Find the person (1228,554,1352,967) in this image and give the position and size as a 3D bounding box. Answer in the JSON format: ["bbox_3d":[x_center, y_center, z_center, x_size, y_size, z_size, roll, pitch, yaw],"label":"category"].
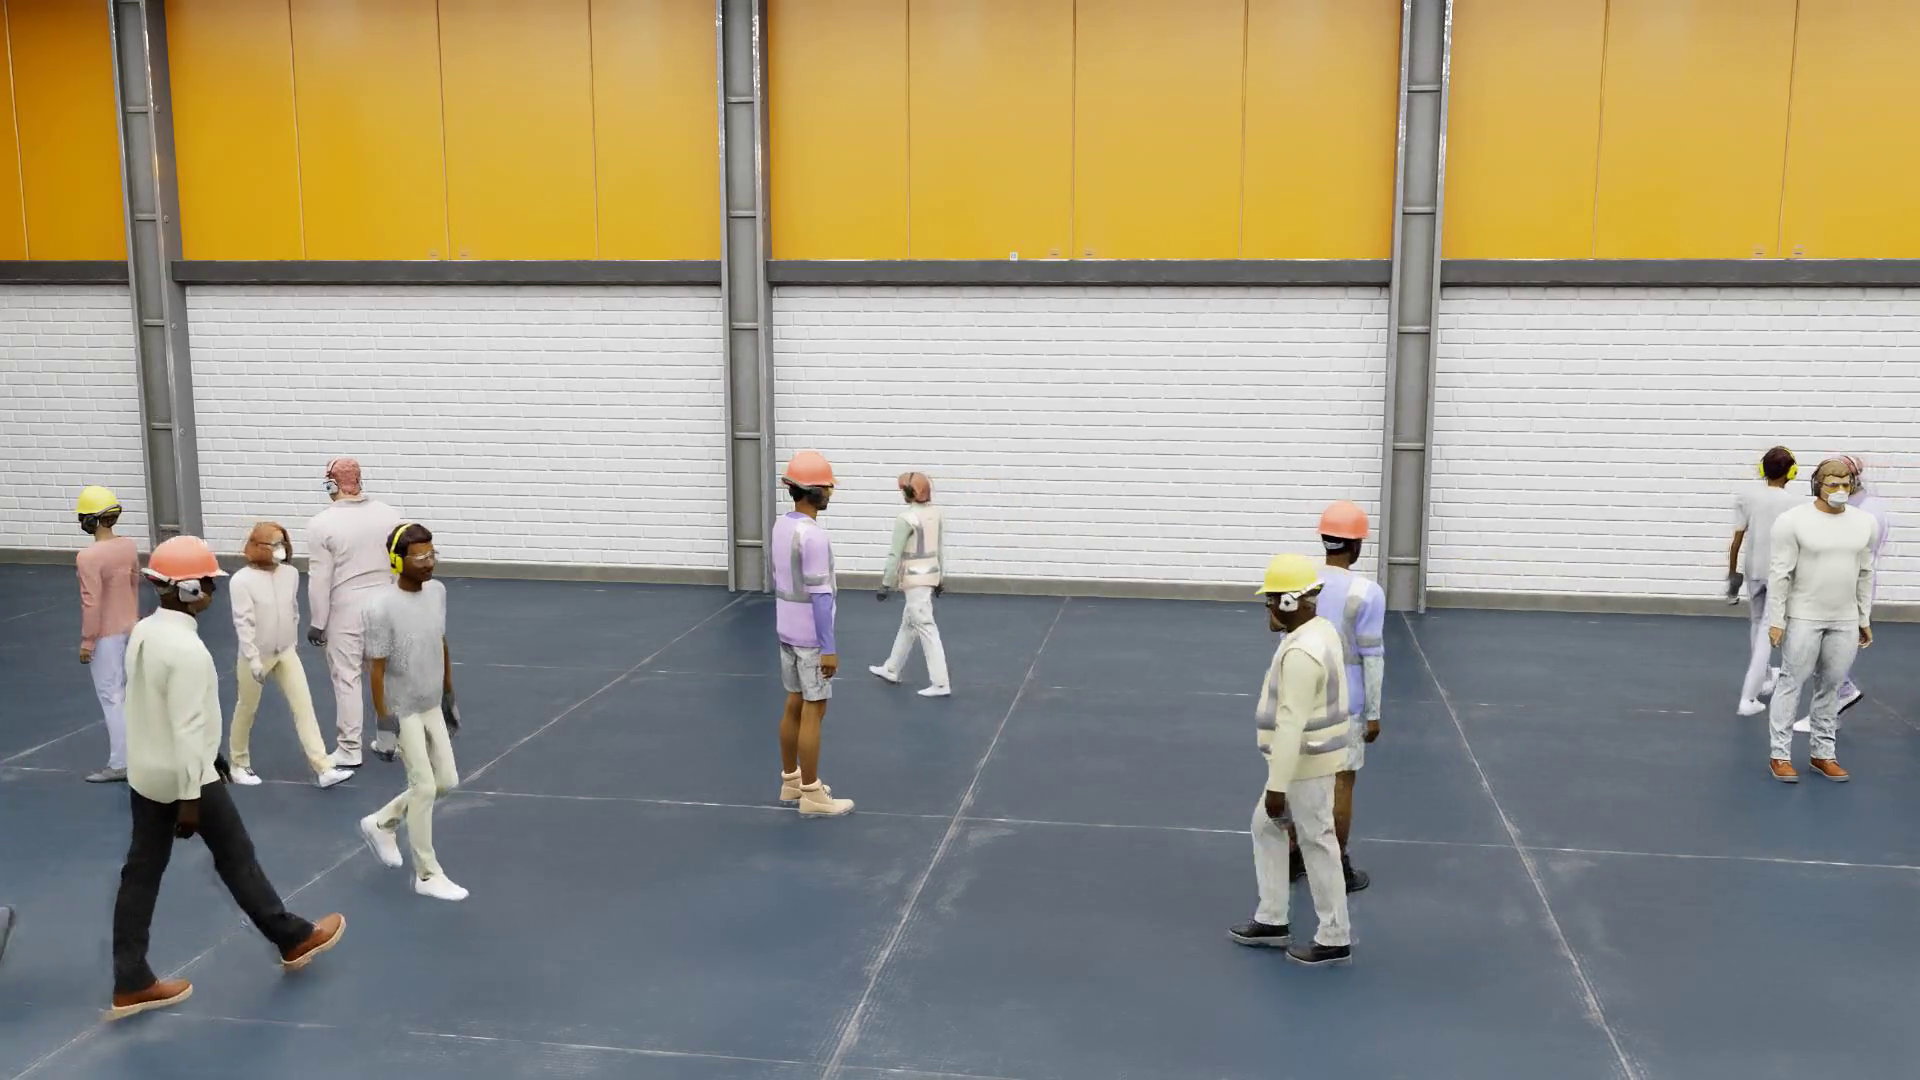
[{"bbox_3d":[1.435,0.963,7.279,0.688,1.793,0.718,3,10,16],"label":"person"}]

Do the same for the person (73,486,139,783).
[{"bbox_3d":[-5.073,0.557,9.906,0.311,1.768,0.533,1,9,4],"label":"person"}]

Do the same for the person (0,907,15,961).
[{"bbox_3d":[-4.380,1.024,6.862,0.587,1.816,0.612,-9,13,-43],"label":"person"}]

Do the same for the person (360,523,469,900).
[{"bbox_3d":[-2.676,0.816,8.035,0.583,1.852,0.552,3,10,21],"label":"person"}]

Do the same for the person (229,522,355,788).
[{"bbox_3d":[-3.984,0.684,9.675,0.867,1.587,0.504,5,11,29],"label":"person"}]

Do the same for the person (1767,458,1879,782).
[{"bbox_3d":[5.104,0.477,9.869,0.638,1.938,0.356,0,9,-3],"label":"person"}]

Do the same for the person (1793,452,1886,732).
[{"bbox_3d":[5.696,0.352,10.824,0.452,1.878,0.682,0,9,0],"label":"person"}]

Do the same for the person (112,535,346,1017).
[{"bbox_3d":[-3.122,0.941,6.954,0.613,1.943,1.019,8,12,40],"label":"person"}]

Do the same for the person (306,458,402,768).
[{"bbox_3d":[-3.726,0.440,10.211,0.409,1.904,0.640,6,11,34],"label":"person"}]

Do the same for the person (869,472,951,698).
[{"bbox_3d":[-0.387,0.314,11.900,0.816,1.601,0.531,5,10,27],"label":"person"}]

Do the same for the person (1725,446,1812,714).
[{"bbox_3d":[5.667,0.263,11.557,0.964,1.822,0.510,-8,12,-41],"label":"person"}]

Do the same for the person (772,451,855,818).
[{"bbox_3d":[-0.825,0.521,9.277,0.377,2.041,0.615,-5,10,-27],"label":"person"}]

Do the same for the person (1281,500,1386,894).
[{"bbox_3d":[1.827,0.765,8.140,0.548,1.929,0.392,8,12,41],"label":"person"}]
